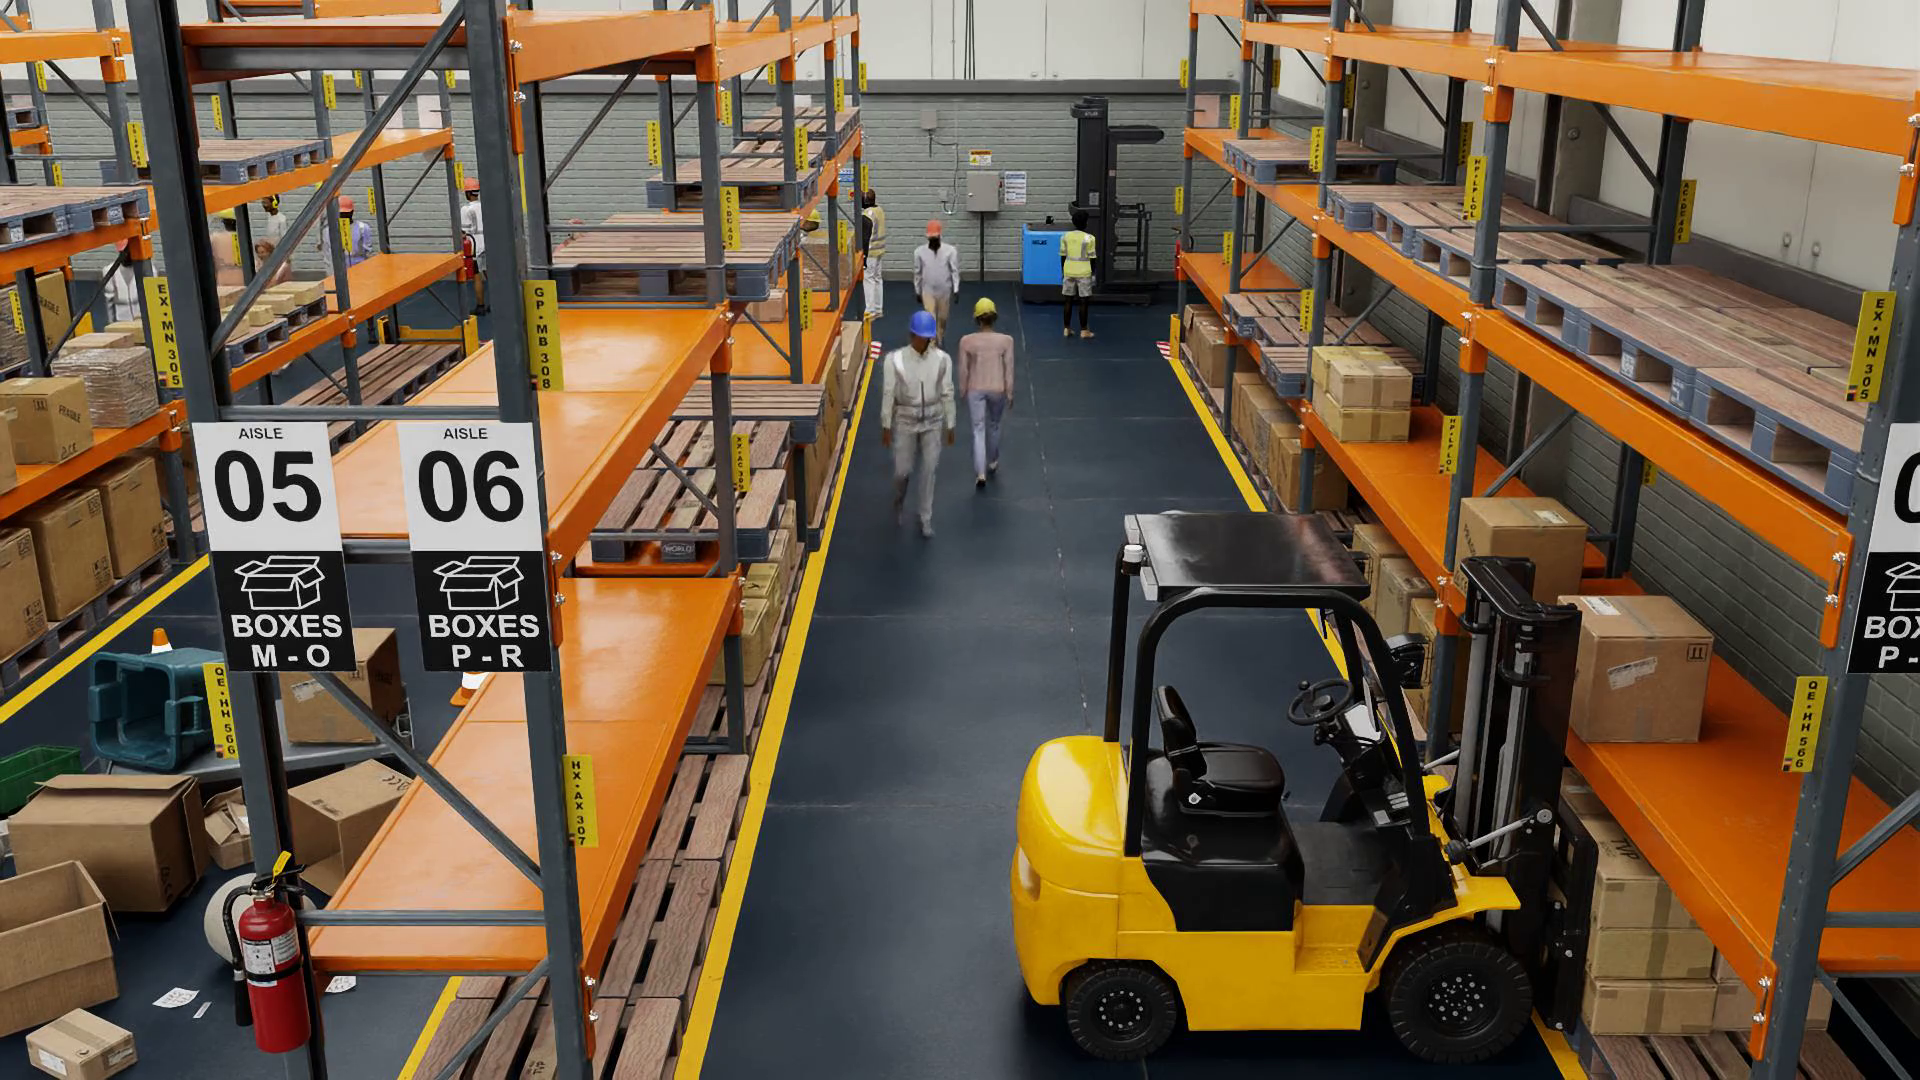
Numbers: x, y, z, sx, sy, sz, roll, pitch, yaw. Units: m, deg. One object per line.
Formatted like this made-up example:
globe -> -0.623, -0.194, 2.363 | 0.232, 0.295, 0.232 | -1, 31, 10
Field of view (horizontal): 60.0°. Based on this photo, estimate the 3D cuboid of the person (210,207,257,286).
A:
person -> -9.113, -3.255, 20.930 | 0.587, 1.863, 1.033 | -5, 19, -14

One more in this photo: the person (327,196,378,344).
person -> -7.862, -3.485, 21.531 | 0.541, 1.928, 0.399 | -4, 19, -11

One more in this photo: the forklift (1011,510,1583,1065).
forklift -> 1.387, 1.055, 7.378 | 2.313, 2.155, 1.214 | 0, 18, 0

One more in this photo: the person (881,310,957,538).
person -> -0.342, -0.973, 13.908 | 0.639, 1.932, 0.455 | -5, 19, -16

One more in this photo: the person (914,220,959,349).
person -> -0.303, -3.180, 20.925 | 0.564, 1.723, 0.789 | -2, 18, -5

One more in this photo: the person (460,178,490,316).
person -> -6.823, -4.137, 23.502 | 0.389, 1.930, 0.540 | 9, 20, 26

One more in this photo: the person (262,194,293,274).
person -> -9.229, -3.808, 22.619 | 0.332, 1.859, 0.511 | -16, 24, -39

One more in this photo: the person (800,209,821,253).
person -> -1.949, -3.470, 21.789 | 0.320, 1.731, 0.489 | 0, 18, 1

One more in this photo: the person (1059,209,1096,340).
person -> 1.562, -3.500, 21.925 | 0.539, 1.698, 0.318 | 12, 22, 33

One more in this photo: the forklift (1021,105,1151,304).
forklift -> 1.857, -4.944, 24.441 | 1.873, 2.768, 1.129 | 0, 18, 0

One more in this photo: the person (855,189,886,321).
person -> -1.260, -3.966, 23.133 | 0.428, 1.837, 0.628 | 6, 19, 18

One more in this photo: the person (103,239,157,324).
person -> -9.129, -2.461, 18.442 | 0.562, 1.918, 0.554 | -5, 19, -14

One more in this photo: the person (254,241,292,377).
person -> -8.239, -2.781, 19.914 | 0.534, 1.594, 0.862 | 0, 18, 1

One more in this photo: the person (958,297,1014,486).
person -> 0.247, -1.392, 15.515 | 0.521, 1.722, 0.915 | -1, 18, -2

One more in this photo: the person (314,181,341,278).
person -> -9.436, -4.505, 24.915 | 0.325, 1.737, 0.490 | 14, 23, 36
